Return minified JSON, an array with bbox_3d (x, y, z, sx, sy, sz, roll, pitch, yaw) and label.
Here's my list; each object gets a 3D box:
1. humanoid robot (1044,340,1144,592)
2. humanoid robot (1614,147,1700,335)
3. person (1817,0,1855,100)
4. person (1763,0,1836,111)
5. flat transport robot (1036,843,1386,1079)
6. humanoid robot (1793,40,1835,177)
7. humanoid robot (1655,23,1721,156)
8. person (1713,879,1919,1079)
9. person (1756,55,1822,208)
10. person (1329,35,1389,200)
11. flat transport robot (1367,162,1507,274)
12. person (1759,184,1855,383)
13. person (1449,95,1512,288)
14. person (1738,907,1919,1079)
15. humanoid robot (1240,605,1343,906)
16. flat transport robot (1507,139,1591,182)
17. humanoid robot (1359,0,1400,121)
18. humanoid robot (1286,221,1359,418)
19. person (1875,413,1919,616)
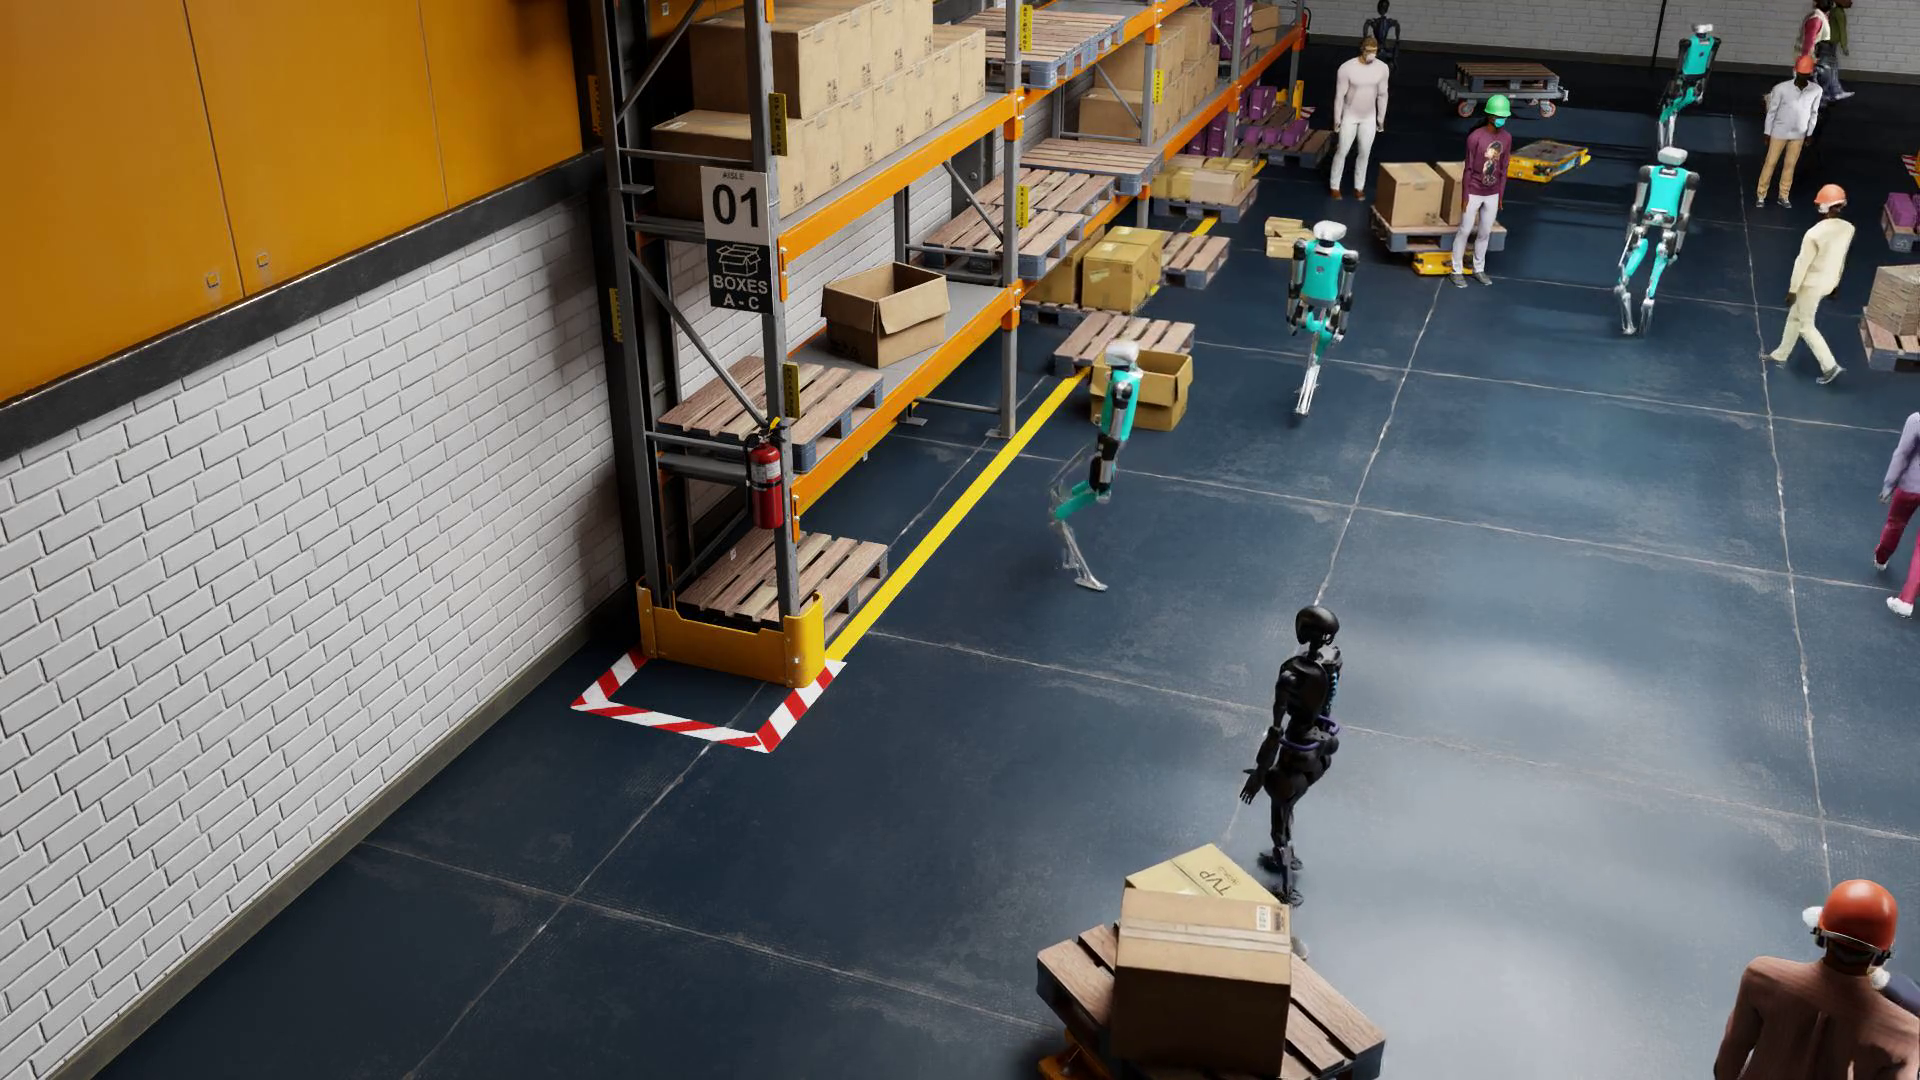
[{"bbox_3d":[0.798,-0.478,11.083,0.780,1.789,0.531,4,28,8],"label":"humanoid robot"},{"bbox_3d":[6.342,-2.656,15.330,0.533,1.800,0.779,17,32,30],"label":"humanoid robot"},{"bbox_3d":[12.740,-7.185,24.246,0.869,1.584,0.513,6,28,12],"label":"person"},{"bbox_3d":[11.691,-6.712,23.089,0.686,1.820,0.641,15,31,27],"label":"person"},{"bbox_3d":[1.121,2.244,7.397,1.431,0.231,0.659,-15,31,-27],"label":"flat transport robot"},{"bbox_3d":[10.636,-5.316,20.535,0.617,1.645,0.477,-24,36,-39],"label":"humanoid robot"},{"bbox_3d":[9.237,-5.748,21.355,0.536,1.823,0.758,-4,28,-8],"label":"humanoid robot"},{"bbox_3d":[2.990,2.046,5.914,0.610,1.986,0.402,22,35,36],"label":"person"},{"bbox_3d":[9.638,-4.742,19.326,0.571,1.750,0.329,3,27,6],"label":"person"},{"bbox_3d":[4.699,-4.969,19.589,0.638,1.929,0.377,-3,27,-6],"label":"person"},{"bbox_3d":[5.072,-3.143,17.846,0.659,0.231,1.431,-1,27,-1],"label":"flat transport robot"},{"bbox_3d":[7.499,-2.229,14.500,0.567,1.711,0.815,-15,31,-26],"label":"person"},{"bbox_3d":[5.259,-3.512,16.746,0.481,1.944,0.432,-5,28,-10],"label":"person"},{"bbox_3d":[3.192,2.087,6.140,0.769,1.711,0.853,3,27,6],"label":"person"},{"bbox_3d":[1.638,1.062,8.160,0.339,1.651,0.589,23,35,37],"label":"humanoid robot"},{"bbox_3d":[7.397,-4.802,21.066,0.659,0.231,1.431,21,34,35],"label":"flat transport robot"},{"bbox_3d":[5.856,-6.719,23.282,0.610,1.622,0.755,-2,27,-4],"label":"humanoid robot"},{"bbox_3d":[3.018,-1.856,13.754,0.580,1.720,1.022,14,30,25],"label":"humanoid robot"},{"bbox_3d":[6.372,-0.345,10.981,0.545,1.568,0.880,10,29,18],"label":"person"}]
